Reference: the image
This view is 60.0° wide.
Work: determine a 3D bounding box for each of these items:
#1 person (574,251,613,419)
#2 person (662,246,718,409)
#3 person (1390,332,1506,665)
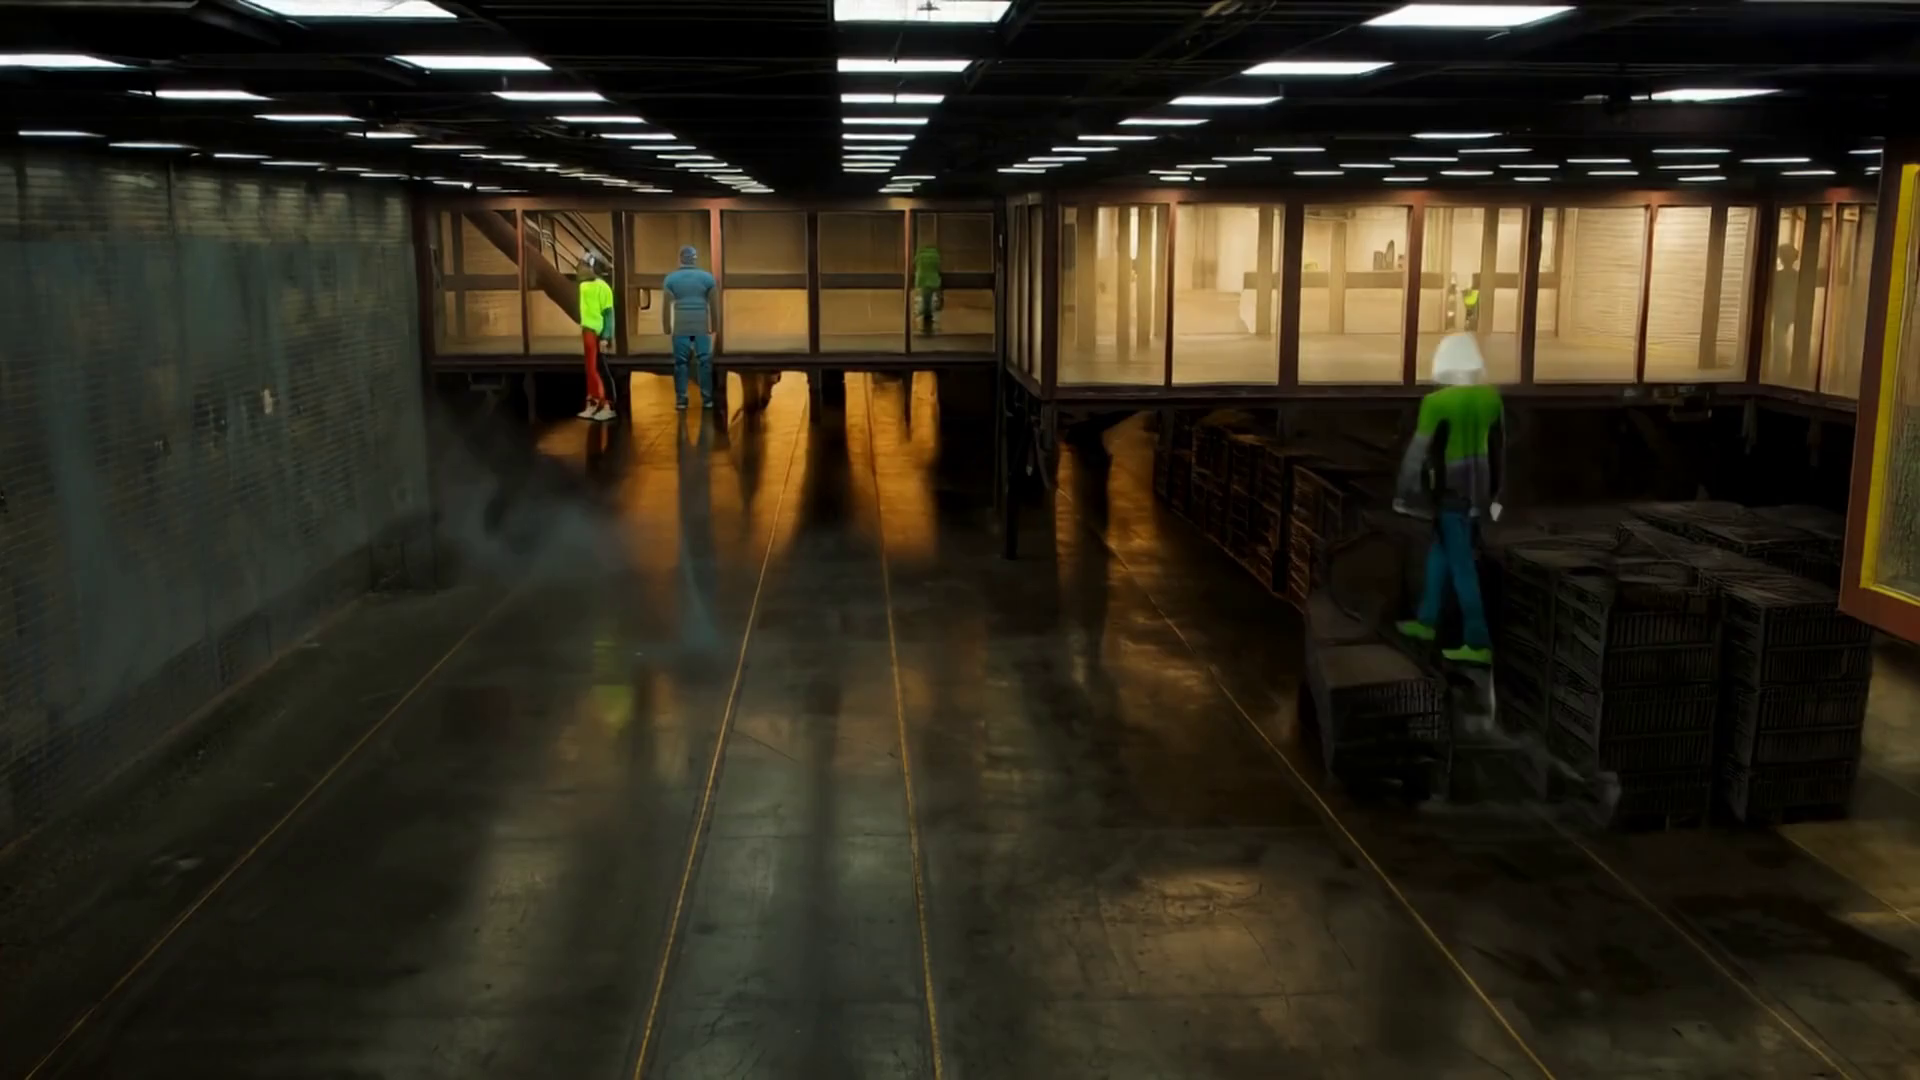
[{"bbox_3d":[-4.105,-2.282,18.603,0.534,1.868,0.310,9,14,39],"label":"person"},{"bbox_3d":[-3.169,-2.491,19.607,0.641,1.913,0.407,-2,11,-11],"label":"person"},{"bbox_3d":[2.375,-0.220,8.217,0.502,1.595,0.793,-6,12,-31],"label":"person"}]
